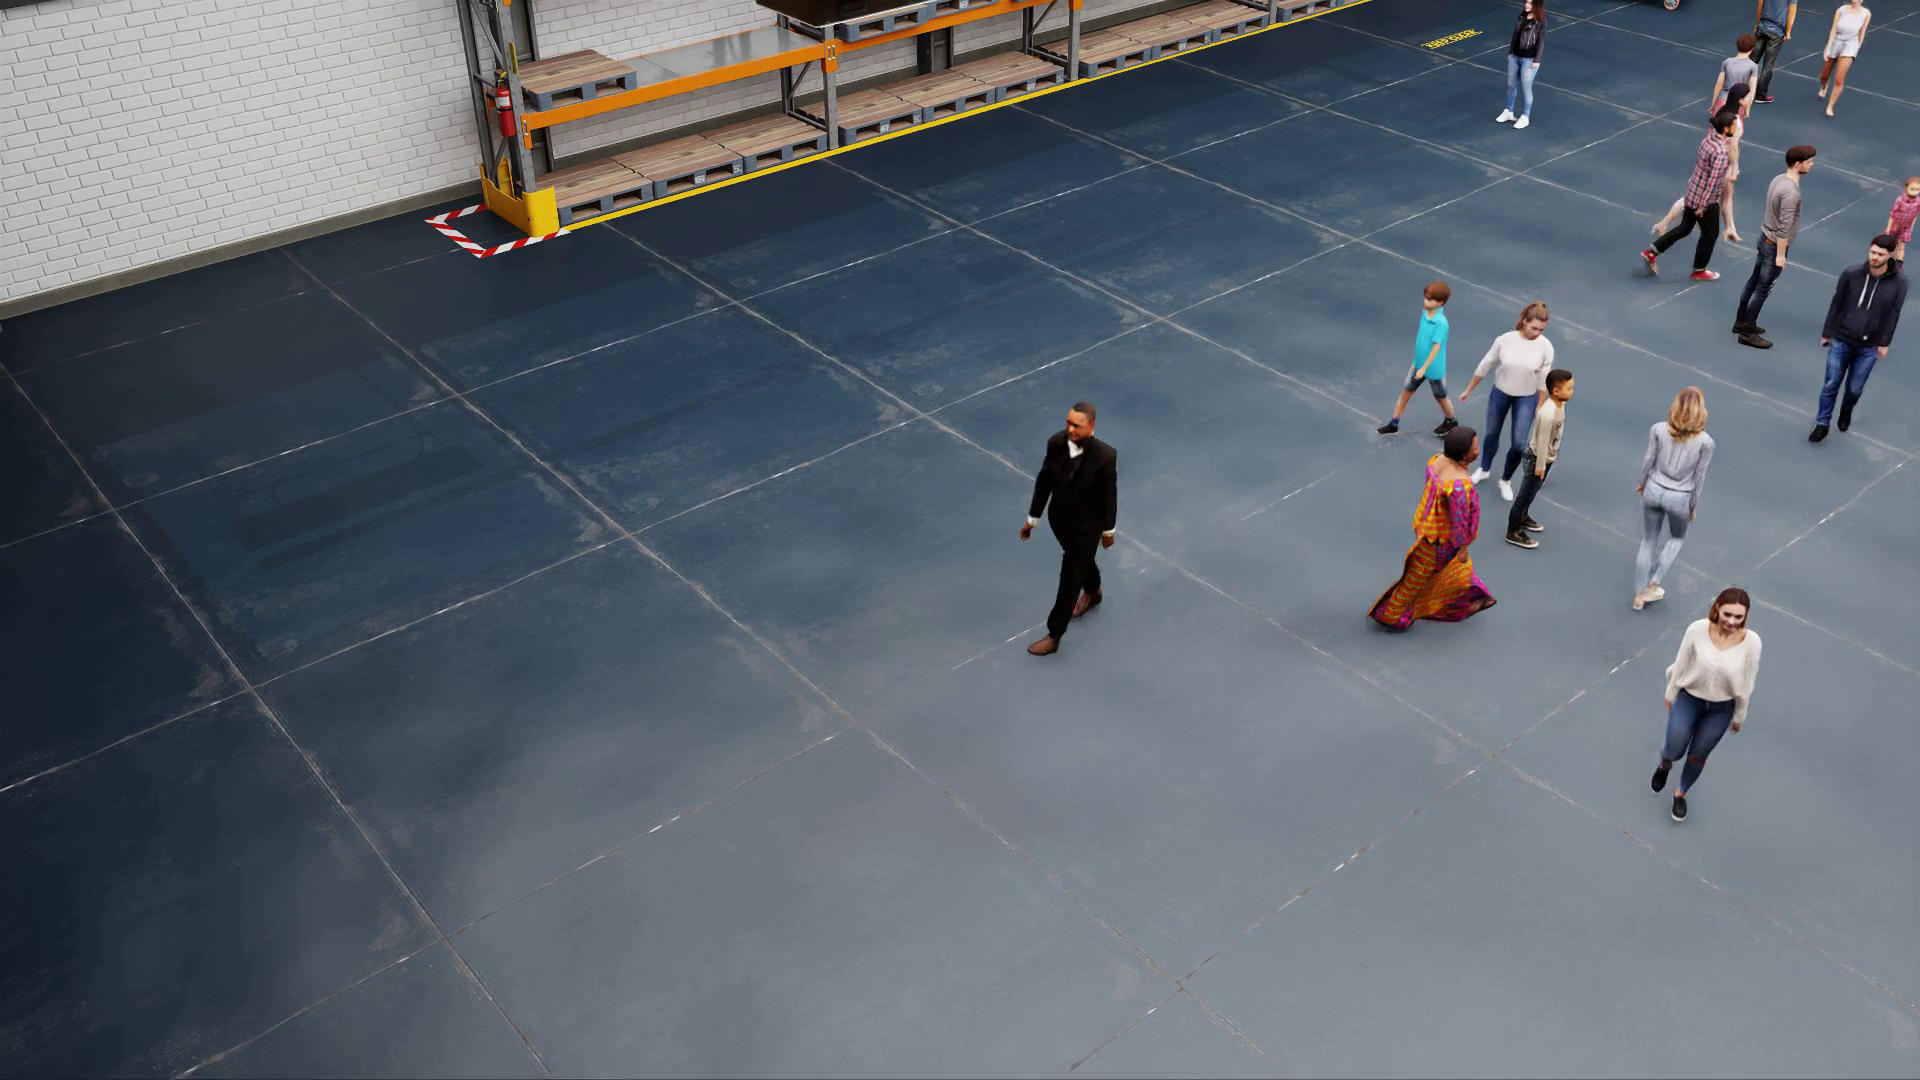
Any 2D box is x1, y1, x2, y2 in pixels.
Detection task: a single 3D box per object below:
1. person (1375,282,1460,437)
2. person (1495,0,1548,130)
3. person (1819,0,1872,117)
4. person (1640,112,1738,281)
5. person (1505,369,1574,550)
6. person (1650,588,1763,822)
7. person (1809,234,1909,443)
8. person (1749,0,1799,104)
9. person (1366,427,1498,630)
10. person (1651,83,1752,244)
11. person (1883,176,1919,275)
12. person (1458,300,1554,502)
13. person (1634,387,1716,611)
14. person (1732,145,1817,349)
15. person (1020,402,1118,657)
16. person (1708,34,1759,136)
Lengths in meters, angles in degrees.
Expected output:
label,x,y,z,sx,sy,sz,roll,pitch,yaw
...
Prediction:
label,x,y,z,sx,sy,sz,roll,pitch,yaw
person,4.032,-1.492,14.022,1.026,1.412,0.717,-12,36,-18
person,6.956,-5.924,20.495,0.590,1.628,0.652,-19,38,-26
person,11.114,-6.209,20.942,0.749,1.608,0.987,17,37,24
person,7.353,-3.431,16.635,1.160,1.750,1.052,-1,34,-2
person,4.427,-0.644,12.705,0.659,1.458,0.530,18,38,25
person,4.517,0.956,10.099,0.751,1.679,0.786,12,35,17
person,7.530,-1.700,13.918,0.764,1.875,0.844,24,40,31
person,10.347,-6.510,21.212,0.552,1.810,0.655,-22,39,-29
person,3.316,-0.056,11.657,1.254,1.640,1.126,-1,34,-1
person,7.768,-3.850,17.296,1.207,1.716,1.144,3,34,5
person,9.623,-3.245,17.030,0.670,1.001,0.773,7,34,10
person,4.415,-1.147,13.233,0.864,1.712,0.767,25,41,32
person,4.995,-0.246,11.811,0.660,1.784,0.614,25,41,33
person,7.565,-2.750,15.472,0.833,1.904,0.743,7,34,10
person,0.872,-0.160,11.615,0.857,1.859,1.289,26,41,33
person,8.794,-4.945,19.001,0.650,1.651,0.629,19,38,26
